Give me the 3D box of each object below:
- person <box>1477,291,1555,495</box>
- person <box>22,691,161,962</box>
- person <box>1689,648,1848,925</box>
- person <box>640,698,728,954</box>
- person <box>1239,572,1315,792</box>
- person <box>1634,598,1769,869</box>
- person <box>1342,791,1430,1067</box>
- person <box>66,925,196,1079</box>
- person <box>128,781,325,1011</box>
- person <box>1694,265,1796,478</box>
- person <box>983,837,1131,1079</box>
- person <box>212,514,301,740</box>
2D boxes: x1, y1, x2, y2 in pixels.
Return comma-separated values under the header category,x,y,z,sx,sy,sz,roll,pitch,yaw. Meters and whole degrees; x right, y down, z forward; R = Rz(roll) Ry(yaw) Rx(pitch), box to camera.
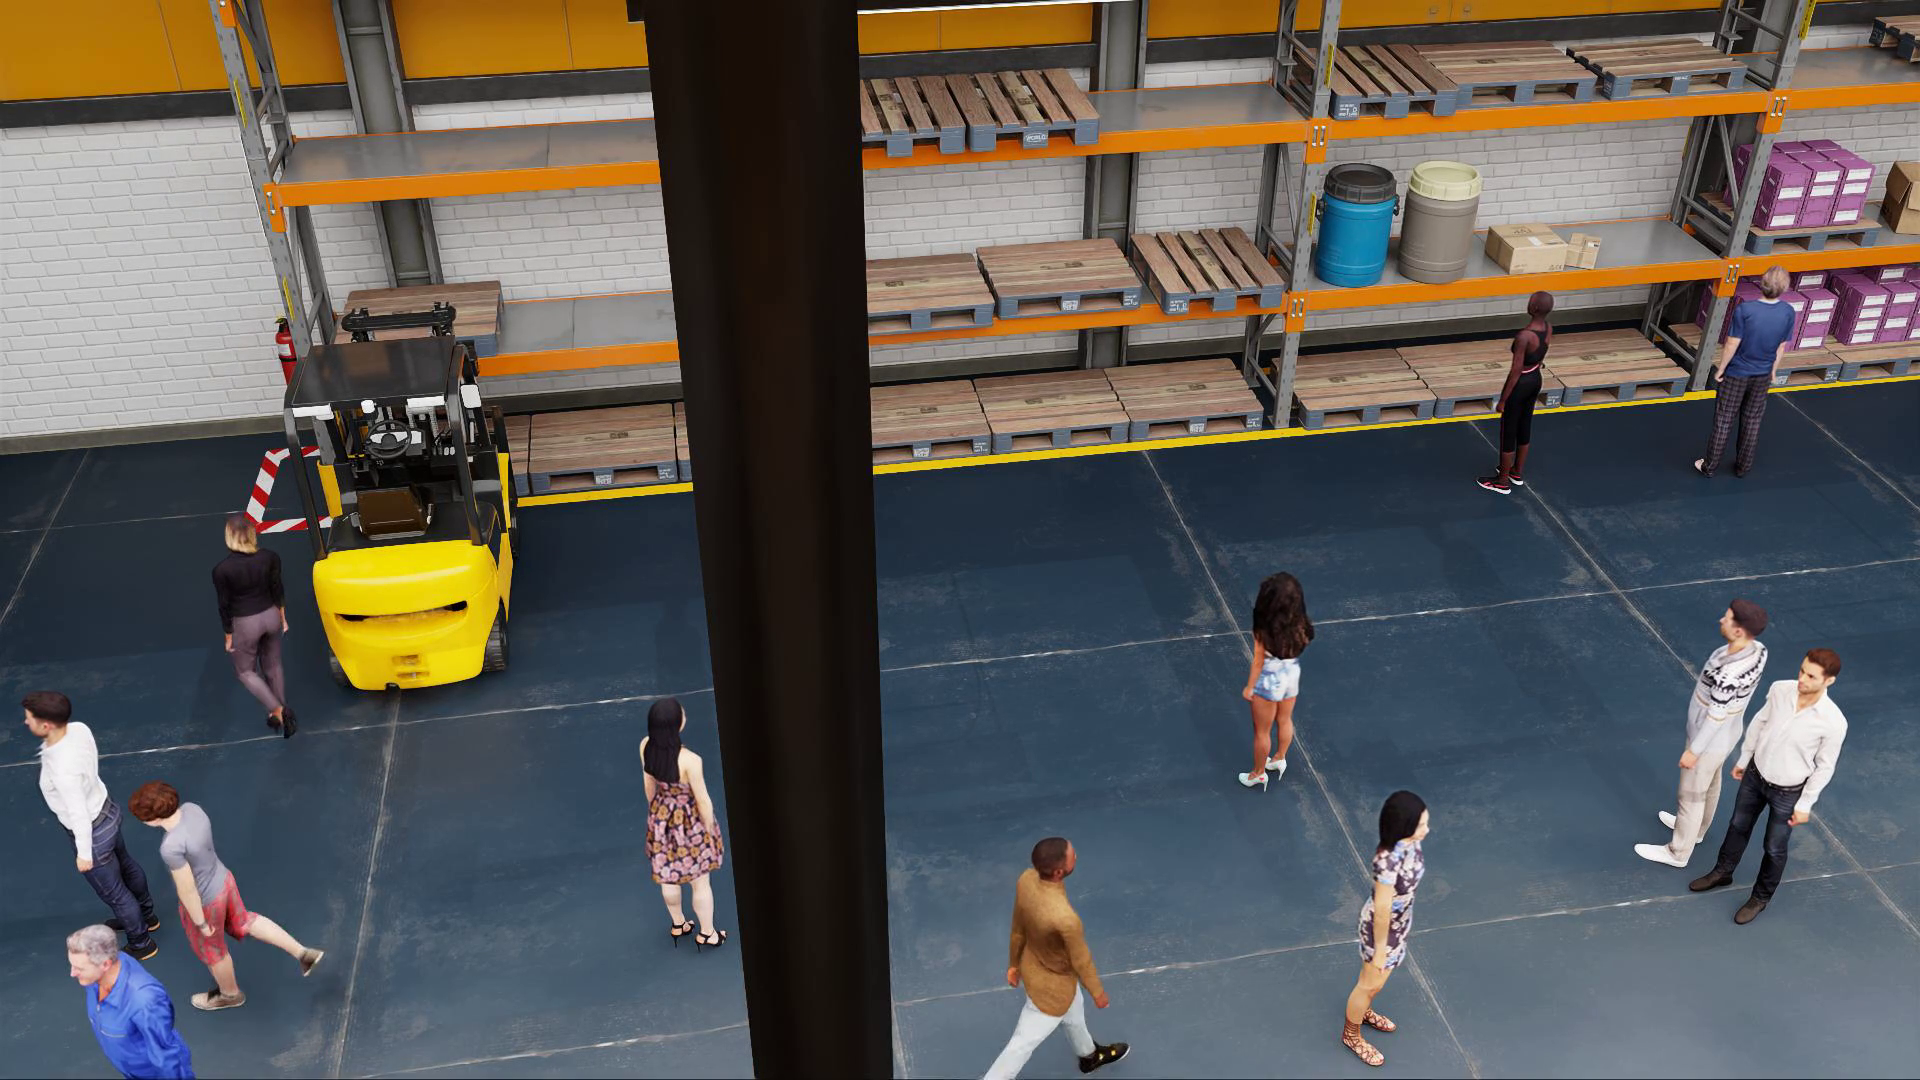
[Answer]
category,x,y,z,sx,sy,sz,roll,pitch,yaw
person,4.545,-1.202,13.439,0.625,1.758,0.734,-25,41,-32
person,-4.771,1.570,9.169,0.602,1.868,0.630,-9,35,-13
person,4.653,1.372,9.465,0.668,1.871,0.720,-18,38,-25
person,-1.545,1.589,9.226,0.796,1.774,0.865,16,37,23
person,1.964,0.892,10.409,0.623,1.626,0.711,-22,40,-30
person,4.455,1.140,9.822,0.823,1.861,0.736,26,41,33
person,2.223,1.991,8.658,0.711,1.733,0.675,17,37,24
person,-3.795,2.469,7.857,0.780,1.824,0.820,24,40,31
person,-3.950,1.896,8.889,1.012,1.636,0.718,3,34,5
person,6.439,-1.367,13.586,0.584,1.871,0.775,3,34,4
person,0.361,2.237,8.255,1.279,1.770,0.818,-14,36,-20
person,-4.505,0.626,10.786,0.908,1.652,0.859,25,41,32
